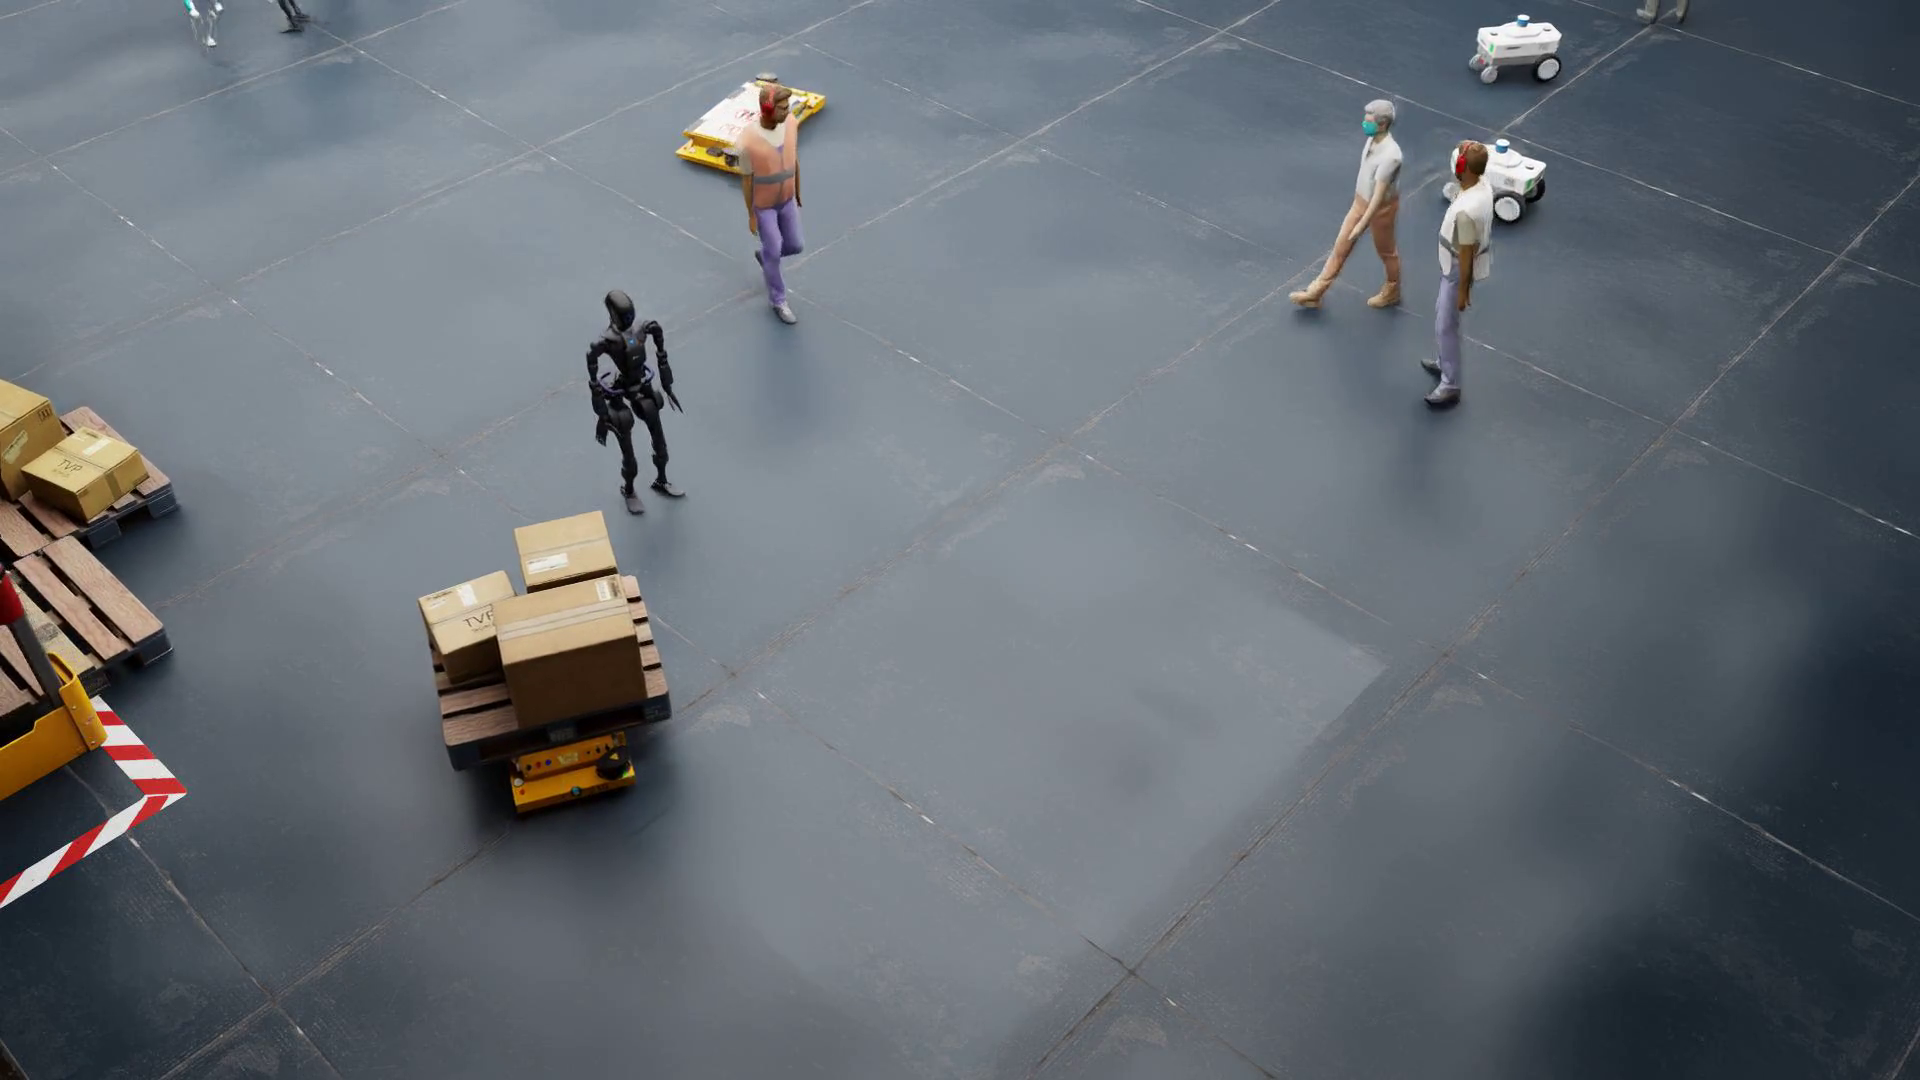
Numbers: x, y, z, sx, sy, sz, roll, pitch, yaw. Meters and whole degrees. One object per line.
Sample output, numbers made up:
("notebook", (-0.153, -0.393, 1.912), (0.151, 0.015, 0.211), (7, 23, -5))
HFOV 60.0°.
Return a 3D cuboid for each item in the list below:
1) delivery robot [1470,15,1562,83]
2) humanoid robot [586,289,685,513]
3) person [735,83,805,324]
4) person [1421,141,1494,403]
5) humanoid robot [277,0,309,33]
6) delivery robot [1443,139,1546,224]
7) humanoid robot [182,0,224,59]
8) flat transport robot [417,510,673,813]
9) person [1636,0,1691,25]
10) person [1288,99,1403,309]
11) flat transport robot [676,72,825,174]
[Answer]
("delivery robot", (5.161, -4.548, 15.373), (0.801, 0.602, 0.499), (-7, 42, -7))
("humanoid robot", (-2.047, -0.879, 10.447), (0.591, 1.648, 0.321), (-29, 50, -29))
("person", (-1.376, -2.488, 12.140), (0.554, 1.816, 0.566), (-32, 51, -31))
("person", (3.426, -1.832, 11.414), (0.433, 1.804, 0.686), (14, 44, 15))
("humanoid robot", (-6.518, -5.613, 15.711), (0.322, 1.656, 0.598), (1, 42, 1))
("delivery robot", (4.400, -2.990, 13.631), (0.785, 0.589, 0.499), (26, 48, 26))
("humanoid robot", (-7.124, -5.298, 15.376), (0.534, 1.864, 0.718), (-31, 51, -30))
("flat transport robot", (-2.320, 0.904, 9.522), (0.659, 0.231, 1.431), (-13, 44, -14))
("person", (6.943, -5.812, 15.810), (0.588, 1.837, 0.389), (-2, 42, -2))
("person", (2.959, -2.402, 12.132), (0.932, 1.688, 0.480), (-11, 43, -12))
("flat transport robot", (-1.828, -3.667, 14.602), (0.659, 0.231, 1.431), (19, 45, 20))
